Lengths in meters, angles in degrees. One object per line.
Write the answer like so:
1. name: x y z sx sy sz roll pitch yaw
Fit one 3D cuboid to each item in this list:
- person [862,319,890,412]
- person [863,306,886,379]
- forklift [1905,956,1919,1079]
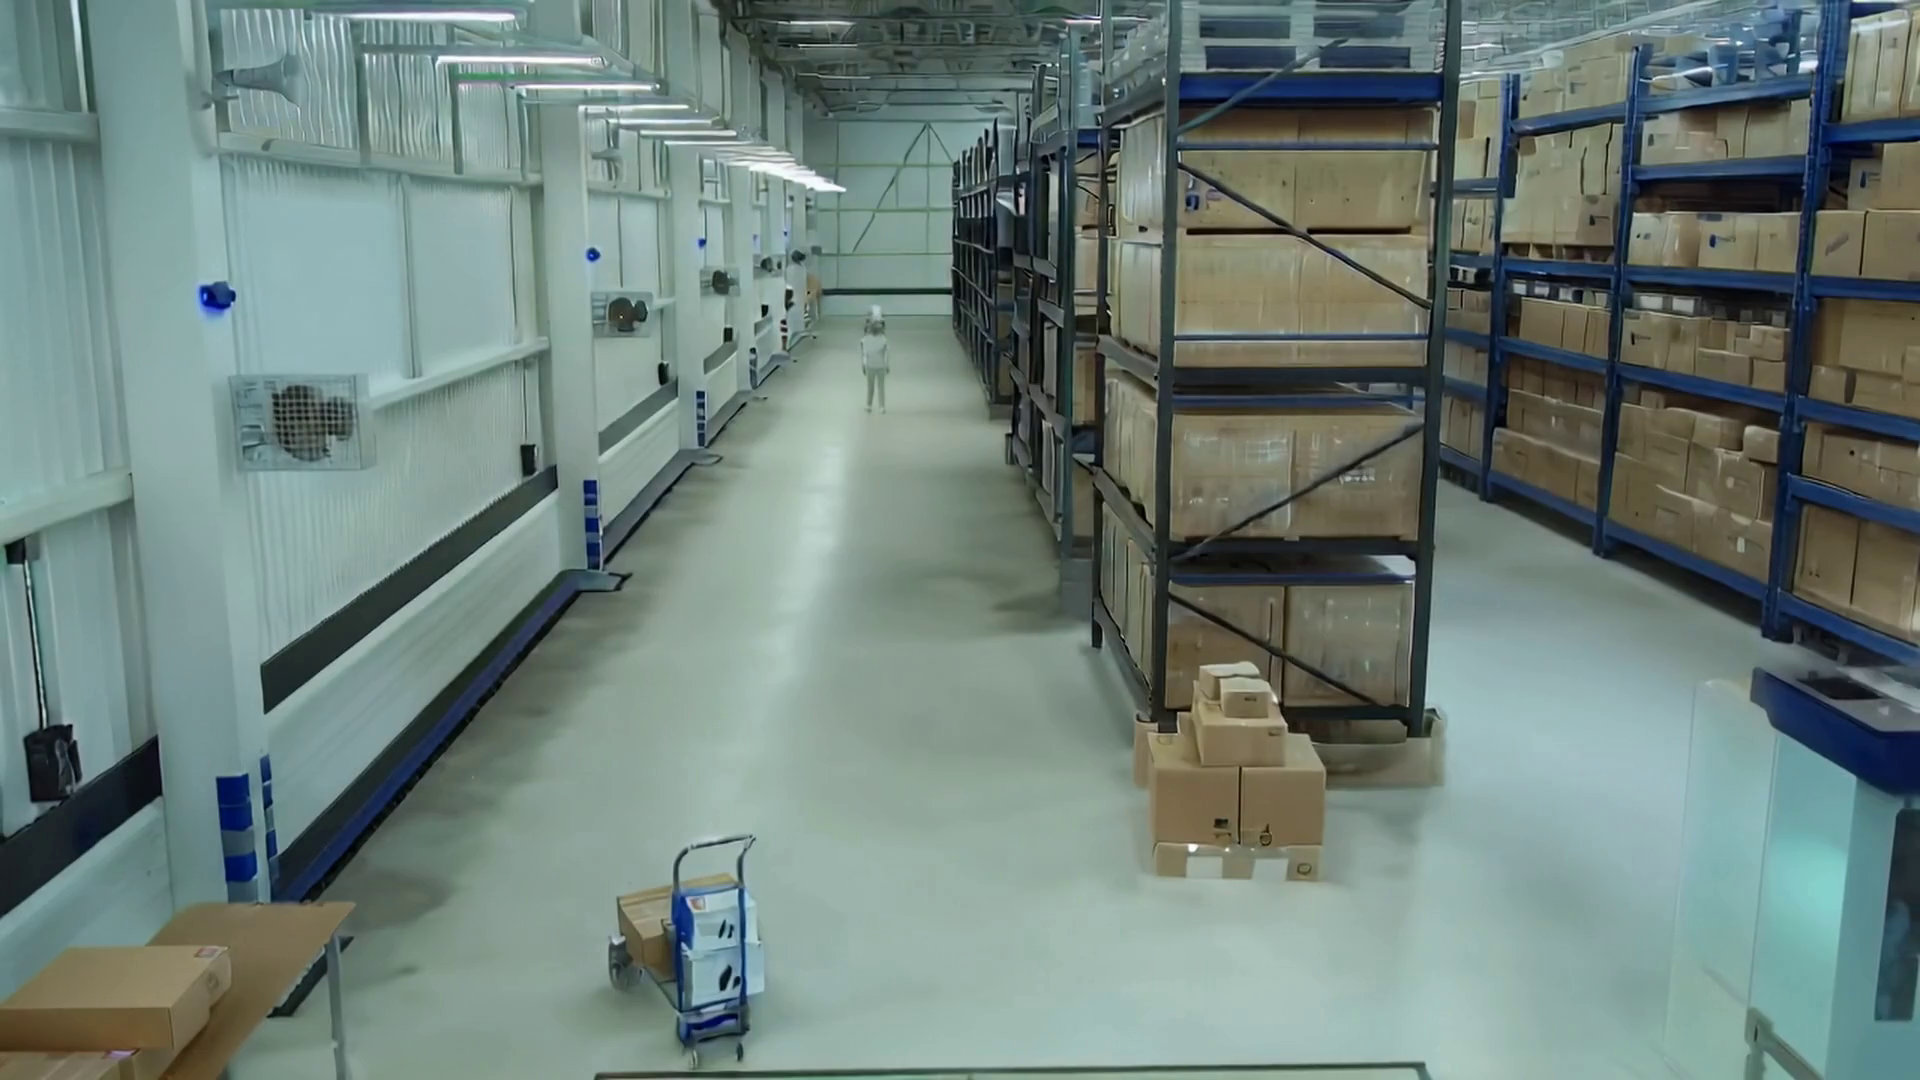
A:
1. person: -1.805 -3.732 35.603 0.614 1.988 0.403 0 11 2
2. person: -2.195 -5.067 42.759 0.600 1.907 0.411 -2 11 -12
3. forklift: 3.157 1.764 4.674 1.129 2.768 1.873 0 11 -2
